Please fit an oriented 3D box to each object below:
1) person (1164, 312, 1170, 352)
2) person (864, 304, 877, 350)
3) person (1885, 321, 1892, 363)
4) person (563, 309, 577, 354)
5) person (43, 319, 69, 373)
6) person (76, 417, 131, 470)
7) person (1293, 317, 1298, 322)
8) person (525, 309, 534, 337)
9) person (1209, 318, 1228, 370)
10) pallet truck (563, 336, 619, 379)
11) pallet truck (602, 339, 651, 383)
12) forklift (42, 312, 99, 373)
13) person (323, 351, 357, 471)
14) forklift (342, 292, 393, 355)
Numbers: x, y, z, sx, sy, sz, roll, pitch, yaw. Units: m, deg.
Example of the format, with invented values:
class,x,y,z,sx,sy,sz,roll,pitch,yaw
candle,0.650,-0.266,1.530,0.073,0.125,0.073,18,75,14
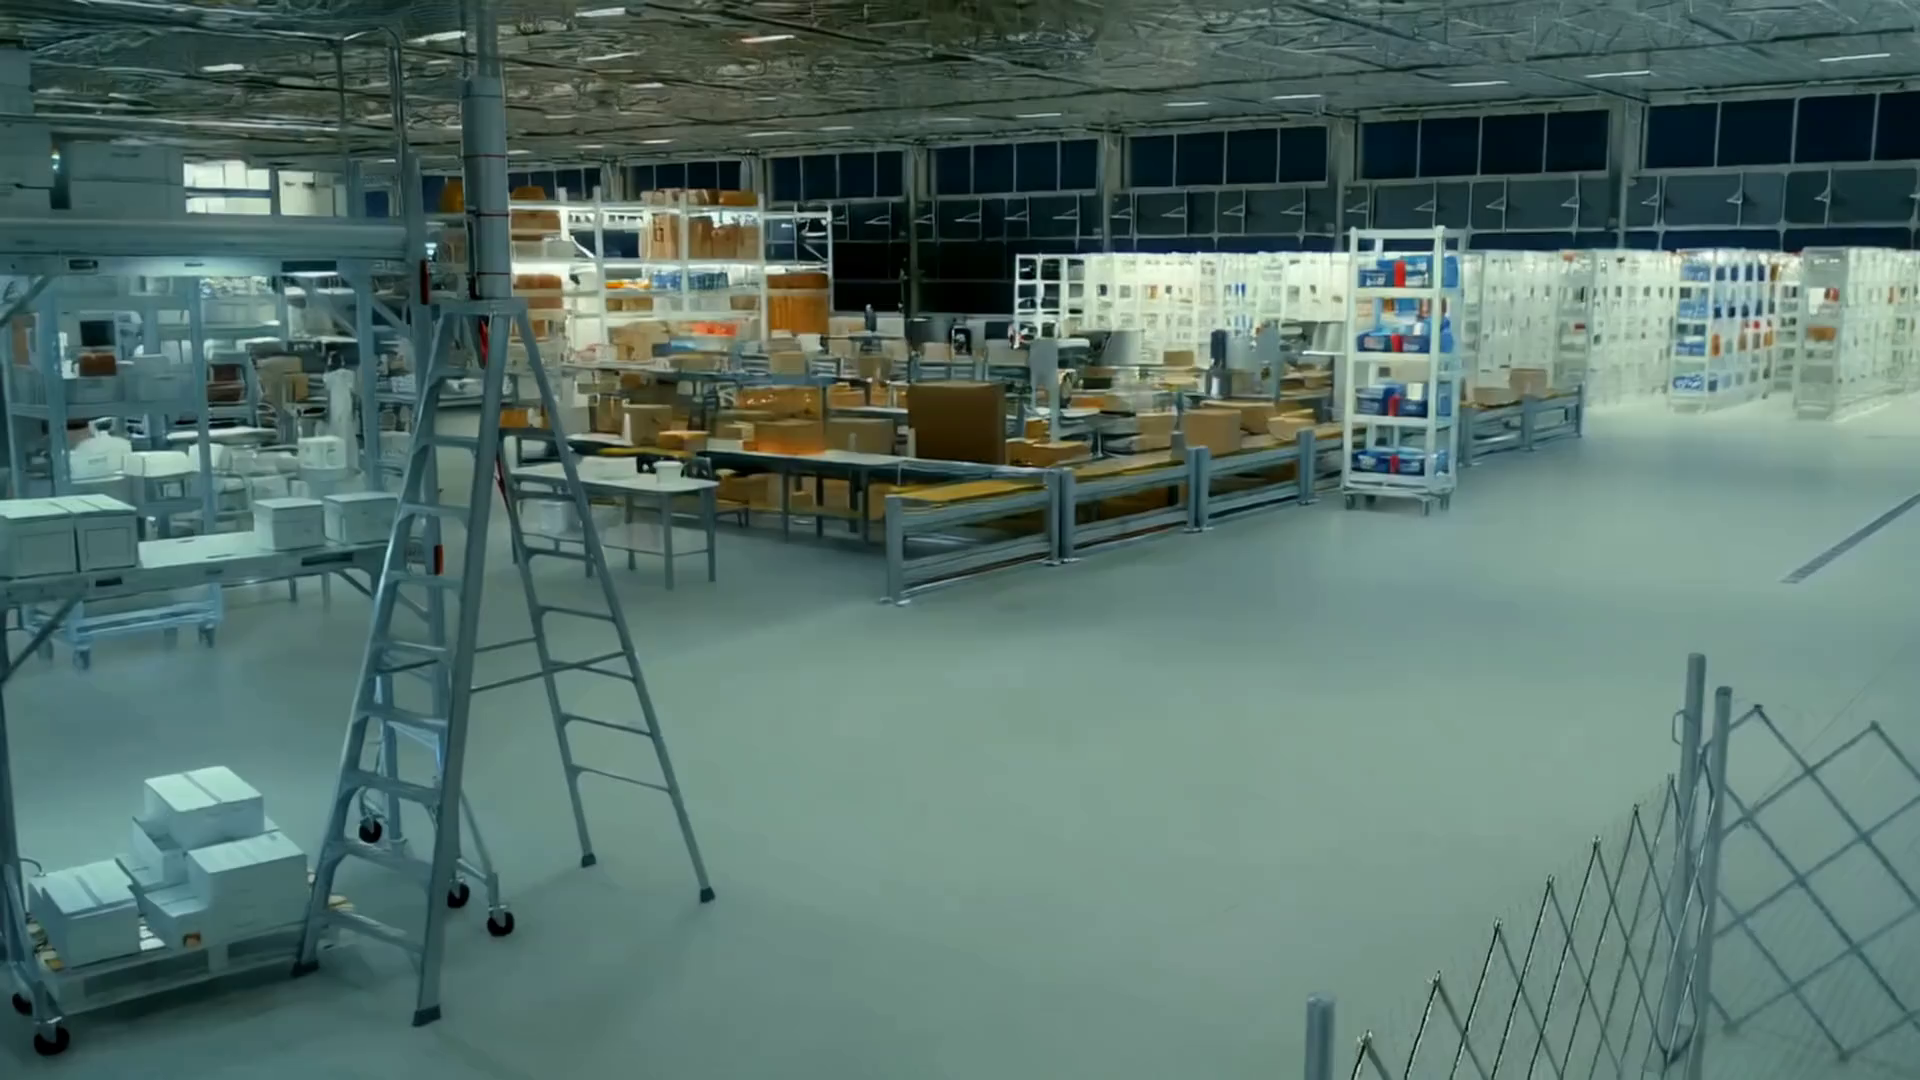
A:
class,x,y,z,sx,sy,sz,roll,pitch,yaw
person,6.981,-6.825,56.200,0.416,1.740,0.573,6,11,34
person,-3.421,-7.956,62.725,0.403,1.904,0.651,7,11,37
person,27.783,-5.836,49.797,0.423,1.819,0.606,7,11,36
person,-13.301,-6.946,56.655,0.404,1.827,0.600,7,11,37
person,-21.786,-4.345,40.055,0.409,1.943,0.615,7,11,37
person,-8.302,-0.427,16.171,0.331,1.765,0.533,7,11,37
person,10.076,-5.831,49.653,0.373,1.840,0.570,7,11,37
person,-15.407,-7.328,59.235,0.325,1.767,0.533,7,11,37
person,6.520,-4.669,42.211,0.403,1.904,0.651,7,11,37
pallet truck,-10.690,-5.294,48.215,1.601,1.201,0.680,-5,10,-26
pallet truck,-8.991,-4.871,45.351,0.653,1.274,1.630,7,11,37
forklift,-23.778,-5.451,44.053,1.873,2.768,1.129,7,11,37
person,-9.475,-1.955,25.394,0.310,1.864,0.533,7,11,37
forklift,-16.485,-5.622,45.120,1.129,2.768,1.873,7,11,37
